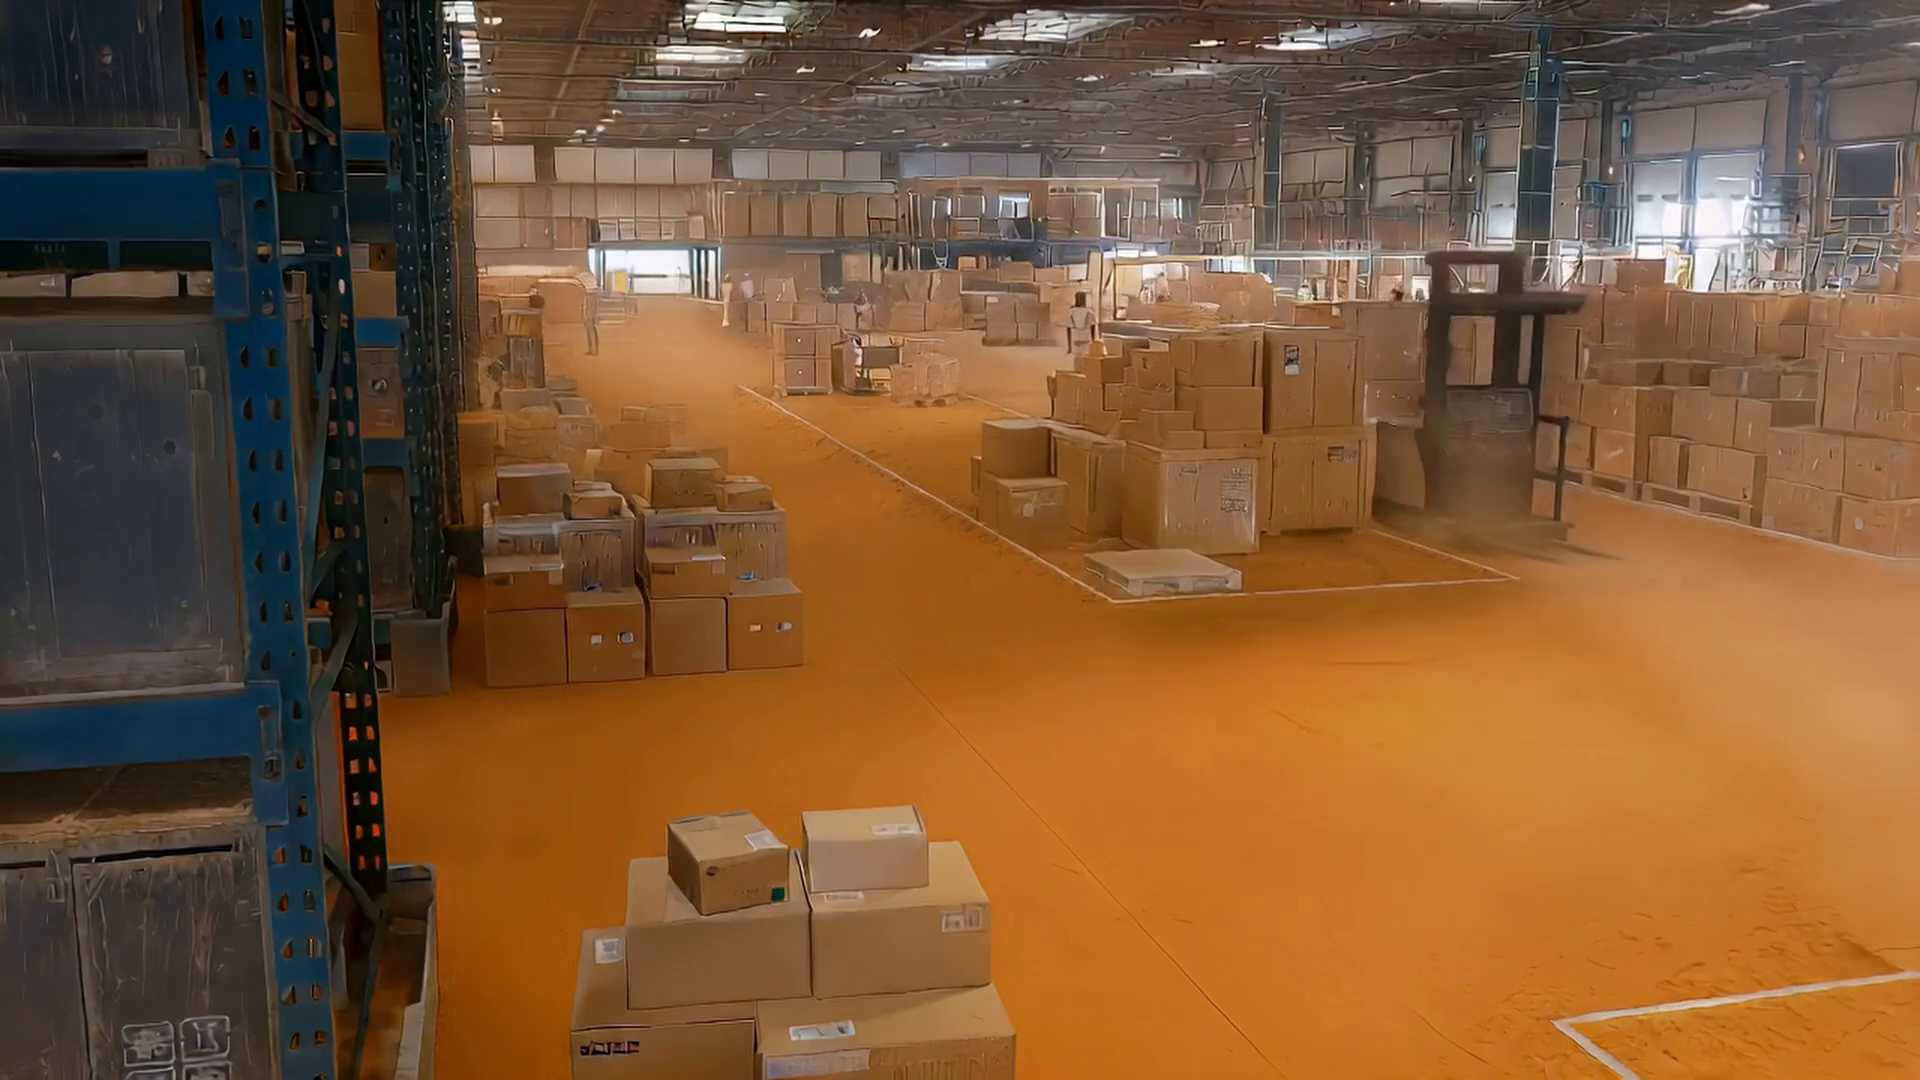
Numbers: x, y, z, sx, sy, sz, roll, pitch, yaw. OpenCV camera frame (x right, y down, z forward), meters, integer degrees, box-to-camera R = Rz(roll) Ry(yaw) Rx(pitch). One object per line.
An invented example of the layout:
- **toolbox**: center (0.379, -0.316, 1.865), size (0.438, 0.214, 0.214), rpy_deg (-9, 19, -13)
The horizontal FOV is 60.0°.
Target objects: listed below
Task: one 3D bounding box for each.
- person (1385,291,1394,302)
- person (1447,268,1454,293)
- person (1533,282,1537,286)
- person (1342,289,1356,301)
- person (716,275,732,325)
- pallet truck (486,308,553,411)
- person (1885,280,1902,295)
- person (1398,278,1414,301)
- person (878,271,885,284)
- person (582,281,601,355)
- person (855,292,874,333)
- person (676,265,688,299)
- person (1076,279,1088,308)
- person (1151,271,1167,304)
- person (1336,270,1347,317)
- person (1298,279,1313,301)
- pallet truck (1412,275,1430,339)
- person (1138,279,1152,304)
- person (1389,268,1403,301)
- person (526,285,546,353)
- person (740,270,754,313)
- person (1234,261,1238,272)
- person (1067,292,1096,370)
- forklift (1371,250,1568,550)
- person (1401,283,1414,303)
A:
- **person**: center (9.577, -4.621, 37.213), size (0.608, 1.869, 0.998), rpy_deg (7, 12, 35)
- **person**: center (21.404, -10.968, 72.949), size (0.548, 1.938, 0.358), rpy_deg (8, 13, 37)
- **person**: center (16.820, -6.675, 48.977), size (0.789, 1.828, 0.518), rpy_deg (-10, 14, -44)
- **person**: center (11.480, -6.682, 49.435), size (0.667, 1.672, 0.552), rpy_deg (-5, 11, -26)
- **person**: center (-8.624, -8.733, 60.618), size (0.498, 1.827, 0.898), rpy_deg (4, 11, 23)
- **pallet truck**: center (-6.242, -2.418, 24.362), size (0.823, 1.965, 1.885), rpy_deg (1, 10, 3)
- **person**: center (26.668, -6.474, 47.524), size (0.542, 1.930, 0.374), rpy_deg (-3, 10, -15)
- **person**: center (14.913, -7.819, 55.462), size (0.646, 1.821, 0.654), rpy_deg (-1, 10, -7)
- **person**: center (-2.757, -8.645, 59.698), size (0.427, 1.982, 0.629), rpy_deg (8, 13, 37)
- **person**: center (-9.782, -5.879, 44.120), size (0.545, 1.942, 0.354), rpy_deg (-10, 14, -44)
- **person**: center (-2.454, -5.524, 42.810), size (0.529, 1.694, 0.321), rpy_deg (-7, 12, -34)
- **person**: center (-15.312, -14.227, 91.691), size (0.592, 1.834, 0.962), rpy_deg (-3, 10, -16)
- **person**: center (4.326, -8.439, 59.260), size (0.528, 1.716, 0.946), rpy_deg (-5, 11, -28)
- **person**: center (8.222, -10.186, 68.765), size (0.643, 1.864, 1.023), rpy_deg (0, 10, 0)
- **person**: center (14.867, -9.543, 64.875), size (0.627, 1.941, 0.370), rpy_deg (-7, 12, -33)
- **person**: center (12.133, -8.305, 58.444), size (0.497, 1.724, 0.612), rpy_deg (3, 10, 17)
- **pallet truck**: center (14.620, -7.324, 52.145), size (0.823, 1.965, 1.885), rpy_deg (8, 13, 40)
- **person**: center (5.360, -6.620, 48.399), size (0.395, 1.919, 0.581), rpy_deg (-6, 12, -29)
- **person**: center (19.139, -10.986, 73.076), size (0.609, 1.933, 0.532), rpy_deg (5, 11, 27)
- **person**: center (-11.423, -5.969, 44.892), size (0.530, 1.849, 0.672), rpy_deg (1, 10, 8)
- **person**: center (-7.746, -8.804, 60.462), size (0.608, 2.026, 0.512), rpy_deg (-10, 14, -43)
- **person**: center (16.178, -15.473, 98.294), size (0.612, 1.994, 0.395), rpy_deg (-9, 13, -42)
- **person**: center (2.544, -4.165, 34.435), size (0.643, 1.923, 0.929), rpy_deg (3, 10, 17)
- **forklift**: center (4.989, -1.438, 16.316), size (1.129, 2.768, 1.873), rpy_deg (-3, 10, -15)
- **person**: center (11.265, -5.489, 41.922), size (0.351, 1.936, 0.634), rpy_deg (2, 10, 9)
